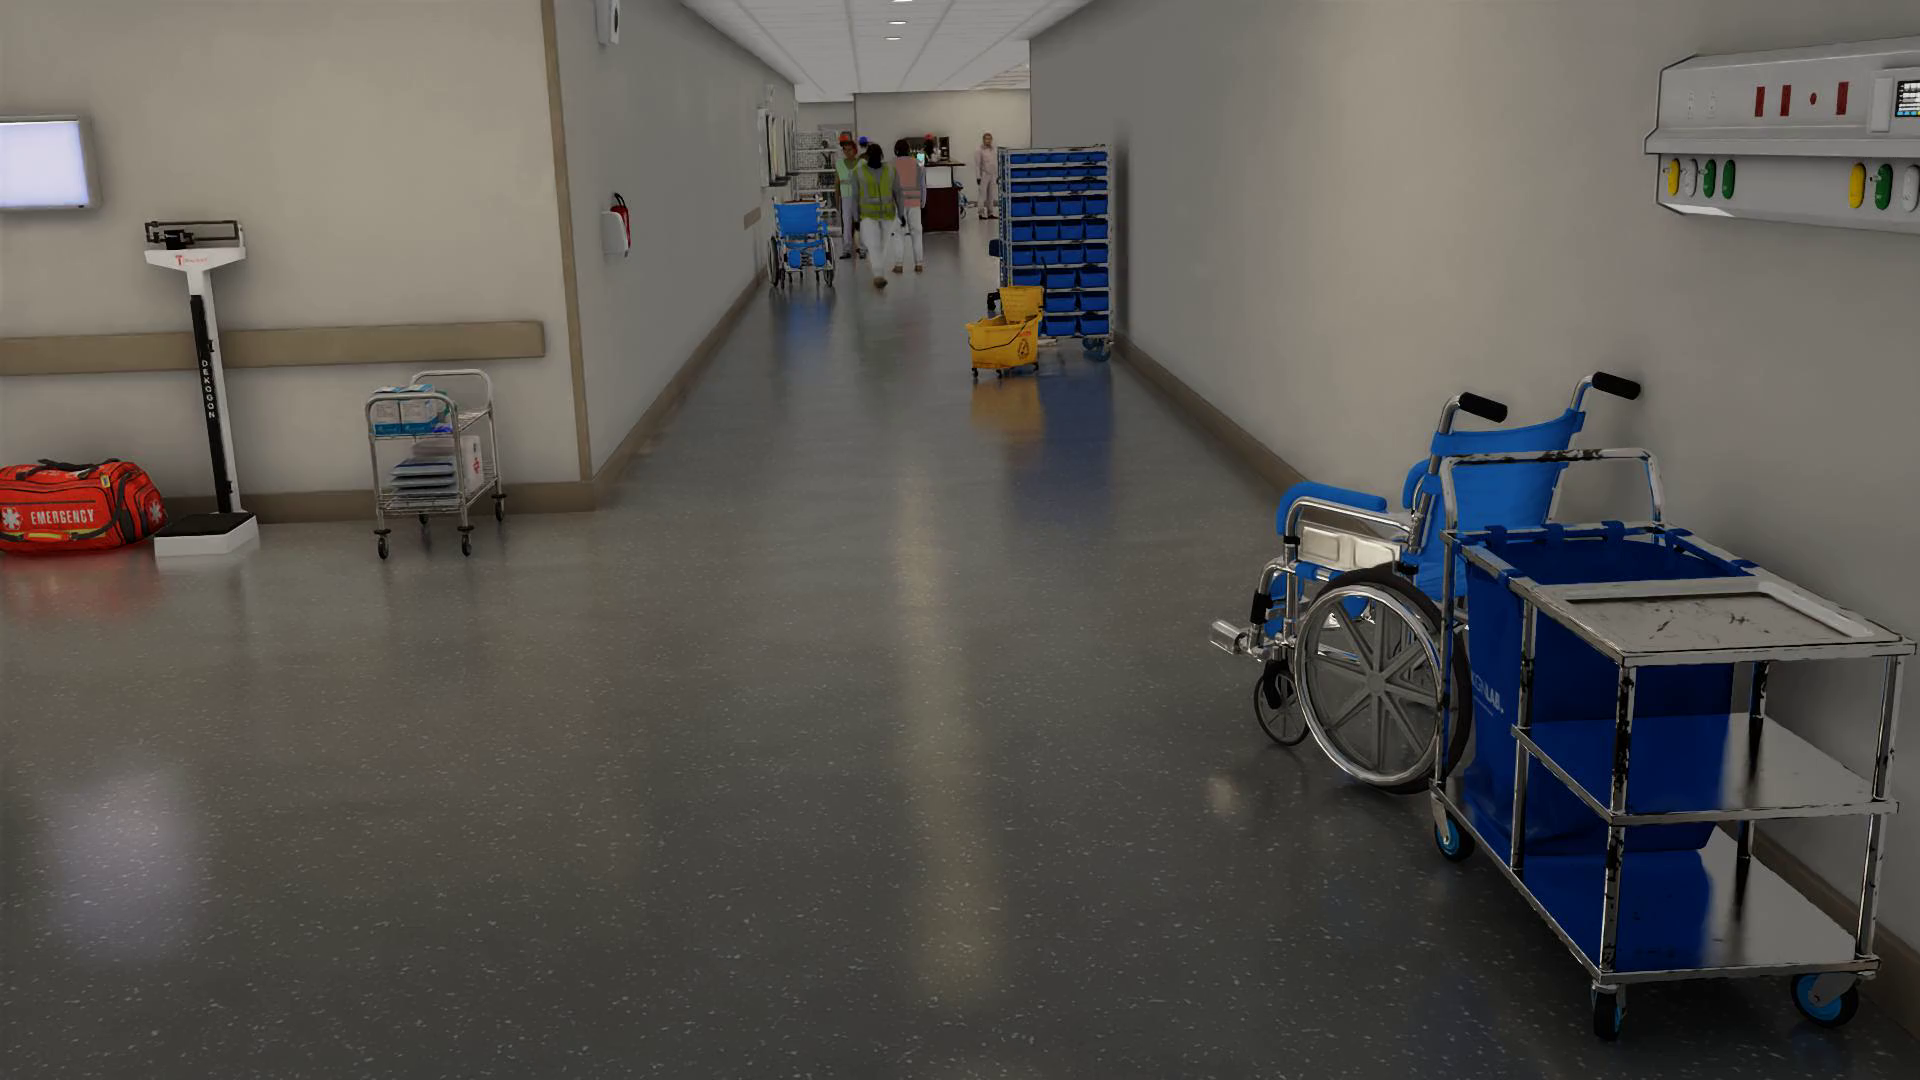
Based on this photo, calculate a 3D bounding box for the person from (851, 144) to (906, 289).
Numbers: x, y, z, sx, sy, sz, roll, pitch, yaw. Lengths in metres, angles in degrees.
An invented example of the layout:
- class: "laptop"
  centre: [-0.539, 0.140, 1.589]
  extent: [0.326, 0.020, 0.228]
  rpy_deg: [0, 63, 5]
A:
- class: "person"
  centre: [-1.018, -4.084, 21.008]
  extent: [0.644, 1.790, 0.969]
  rpy_deg: [-5, 14, -15]

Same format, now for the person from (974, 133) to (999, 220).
- class: "person"
  centre: [0.630, -8.158, 37.322]
  extent: [0.646, 1.904, 0.401]
  rpy_deg: [-13, 18, -39]

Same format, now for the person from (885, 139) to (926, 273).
- class: "person"
  centre: [-0.774, -4.669, 23.295]
  extent: [0.621, 1.838, 0.429]
  rpy_deg: [-5, 14, -15]

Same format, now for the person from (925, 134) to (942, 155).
- class: "person"
  centre: [-0.705, -8.916, 40.551]
  extent: [0.550, 1.928, 0.390]
  rpy_deg: [5, 15, 27]

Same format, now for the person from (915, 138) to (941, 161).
- class: "person"
  centre: [-0.705, -8.214, 37.891]
  extent: [0.650, 1.830, 0.433]
  rpy_deg: [-7, 15, -20]

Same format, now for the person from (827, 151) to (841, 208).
- class: "person"
  centre: [-3.445, -9.862, 45.192]
  extent: [0.563, 1.721, 0.852]
  rpy_deg: [2, 14, 15]

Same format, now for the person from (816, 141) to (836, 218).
- class: "person"
  centre: [-3.225, -8.708, 40.153]
  extent: [0.505, 1.847, 0.344]
  rpy_deg: [-9, 16, -28]

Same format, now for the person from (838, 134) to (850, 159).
- class: "person"
  centre: [-2.824, -9.077, 41.343]
  extent: [0.440, 1.975, 0.648]
  rpy_deg: [-8, 15, -24]

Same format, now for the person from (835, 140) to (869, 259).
- class: "person"
  centre: [-1.682, -5.366, 26.253]
  extent: [0.570, 1.840, 0.375]
  rpy_deg: [1, 14, 12]
